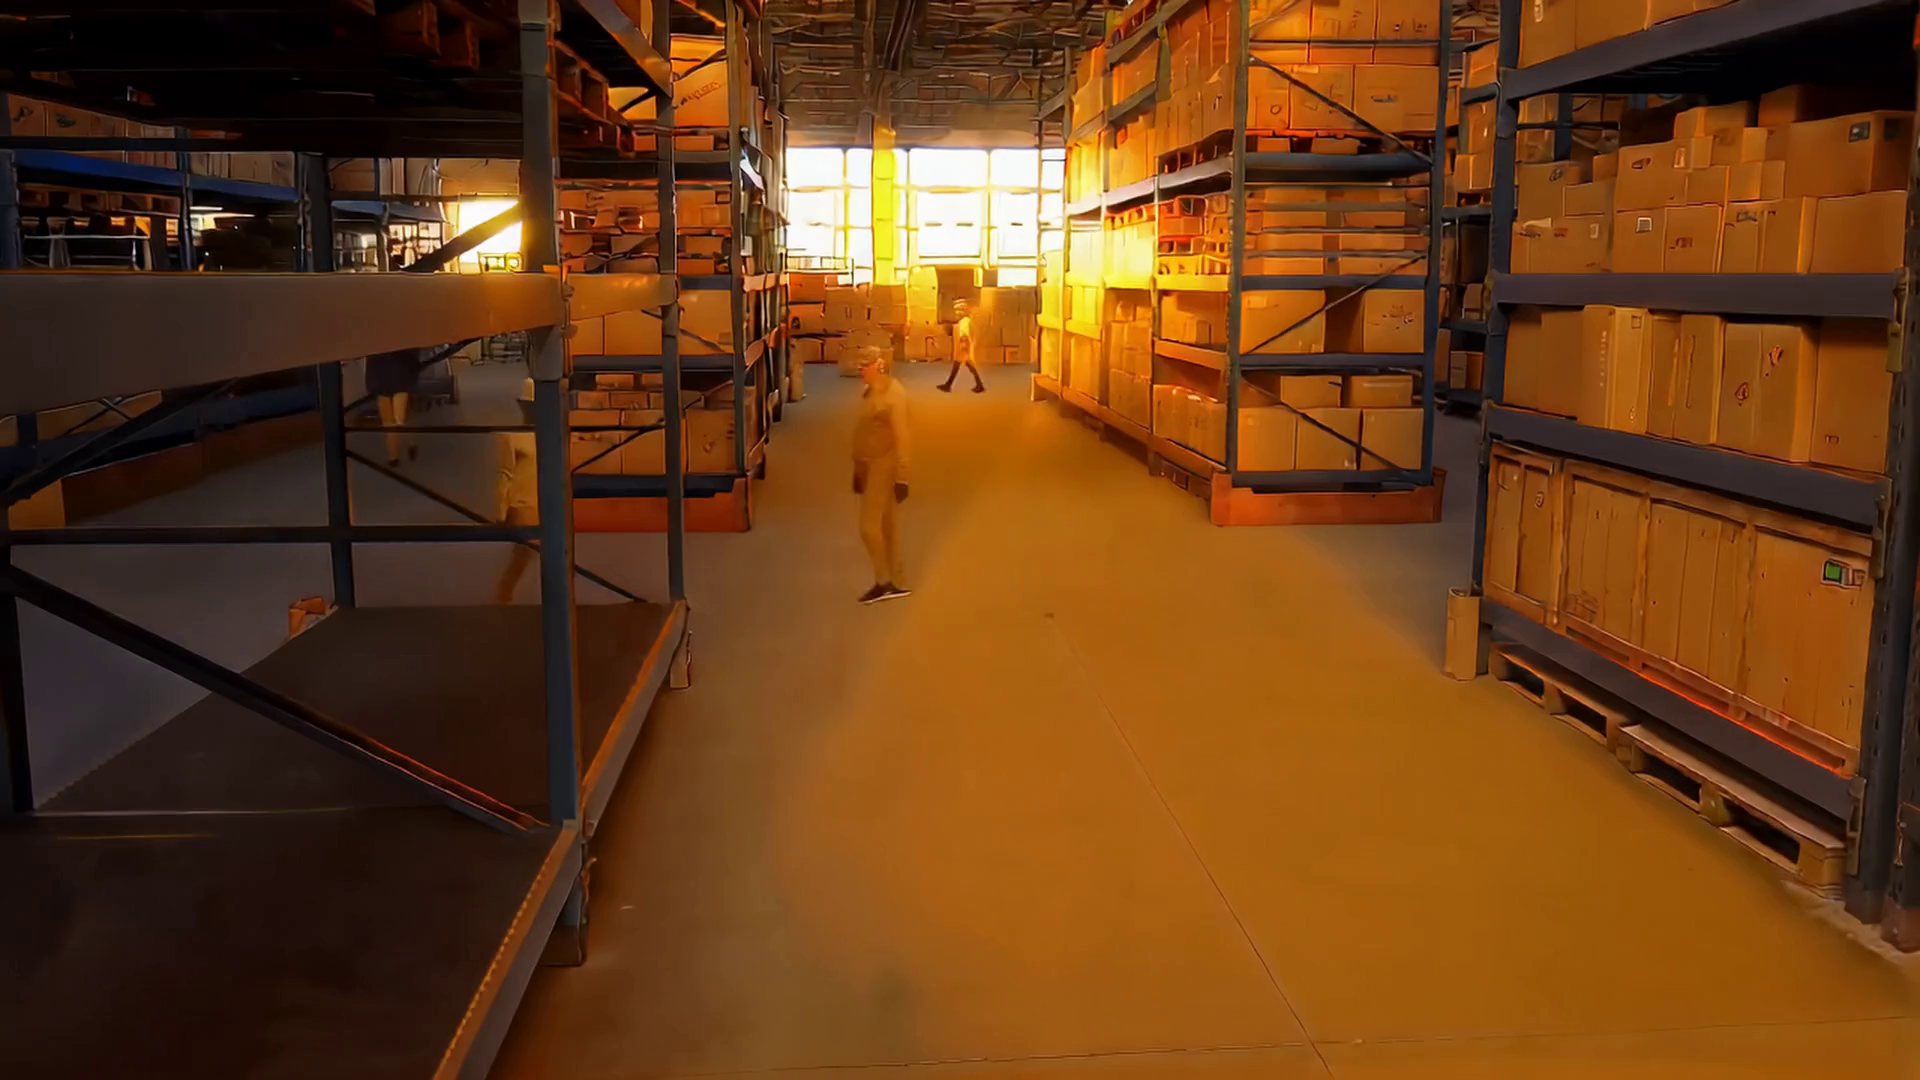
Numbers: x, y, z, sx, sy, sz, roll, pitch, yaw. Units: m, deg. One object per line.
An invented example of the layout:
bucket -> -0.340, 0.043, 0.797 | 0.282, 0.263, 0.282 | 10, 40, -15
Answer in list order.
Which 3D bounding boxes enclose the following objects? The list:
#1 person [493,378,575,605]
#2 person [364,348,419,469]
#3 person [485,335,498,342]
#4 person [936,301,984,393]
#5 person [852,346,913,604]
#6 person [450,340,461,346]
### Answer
person -> -2.863, -0.236, 11.245 | 0.927, 1.709, 0.537 | 4, 10, 24
person -> -7.057, -1.856, 20.608 | 0.621, 1.973, 0.435 | 1, 9, 7
person -> -16.992, -8.115, 60.038 | 0.603, 1.938, 0.401 | 8, 12, 40
person -> 0.037, -3.946, 34.027 | 1.008, 1.878, 0.569 | 0, 9, 2
person -> -0.627, -0.476, 12.215 | 0.601, 1.885, 0.670 | -4, 10, -25
person -> -16.759, -7.403, 55.241 | 0.708, 2.000, 0.974 | 8, 12, 42
